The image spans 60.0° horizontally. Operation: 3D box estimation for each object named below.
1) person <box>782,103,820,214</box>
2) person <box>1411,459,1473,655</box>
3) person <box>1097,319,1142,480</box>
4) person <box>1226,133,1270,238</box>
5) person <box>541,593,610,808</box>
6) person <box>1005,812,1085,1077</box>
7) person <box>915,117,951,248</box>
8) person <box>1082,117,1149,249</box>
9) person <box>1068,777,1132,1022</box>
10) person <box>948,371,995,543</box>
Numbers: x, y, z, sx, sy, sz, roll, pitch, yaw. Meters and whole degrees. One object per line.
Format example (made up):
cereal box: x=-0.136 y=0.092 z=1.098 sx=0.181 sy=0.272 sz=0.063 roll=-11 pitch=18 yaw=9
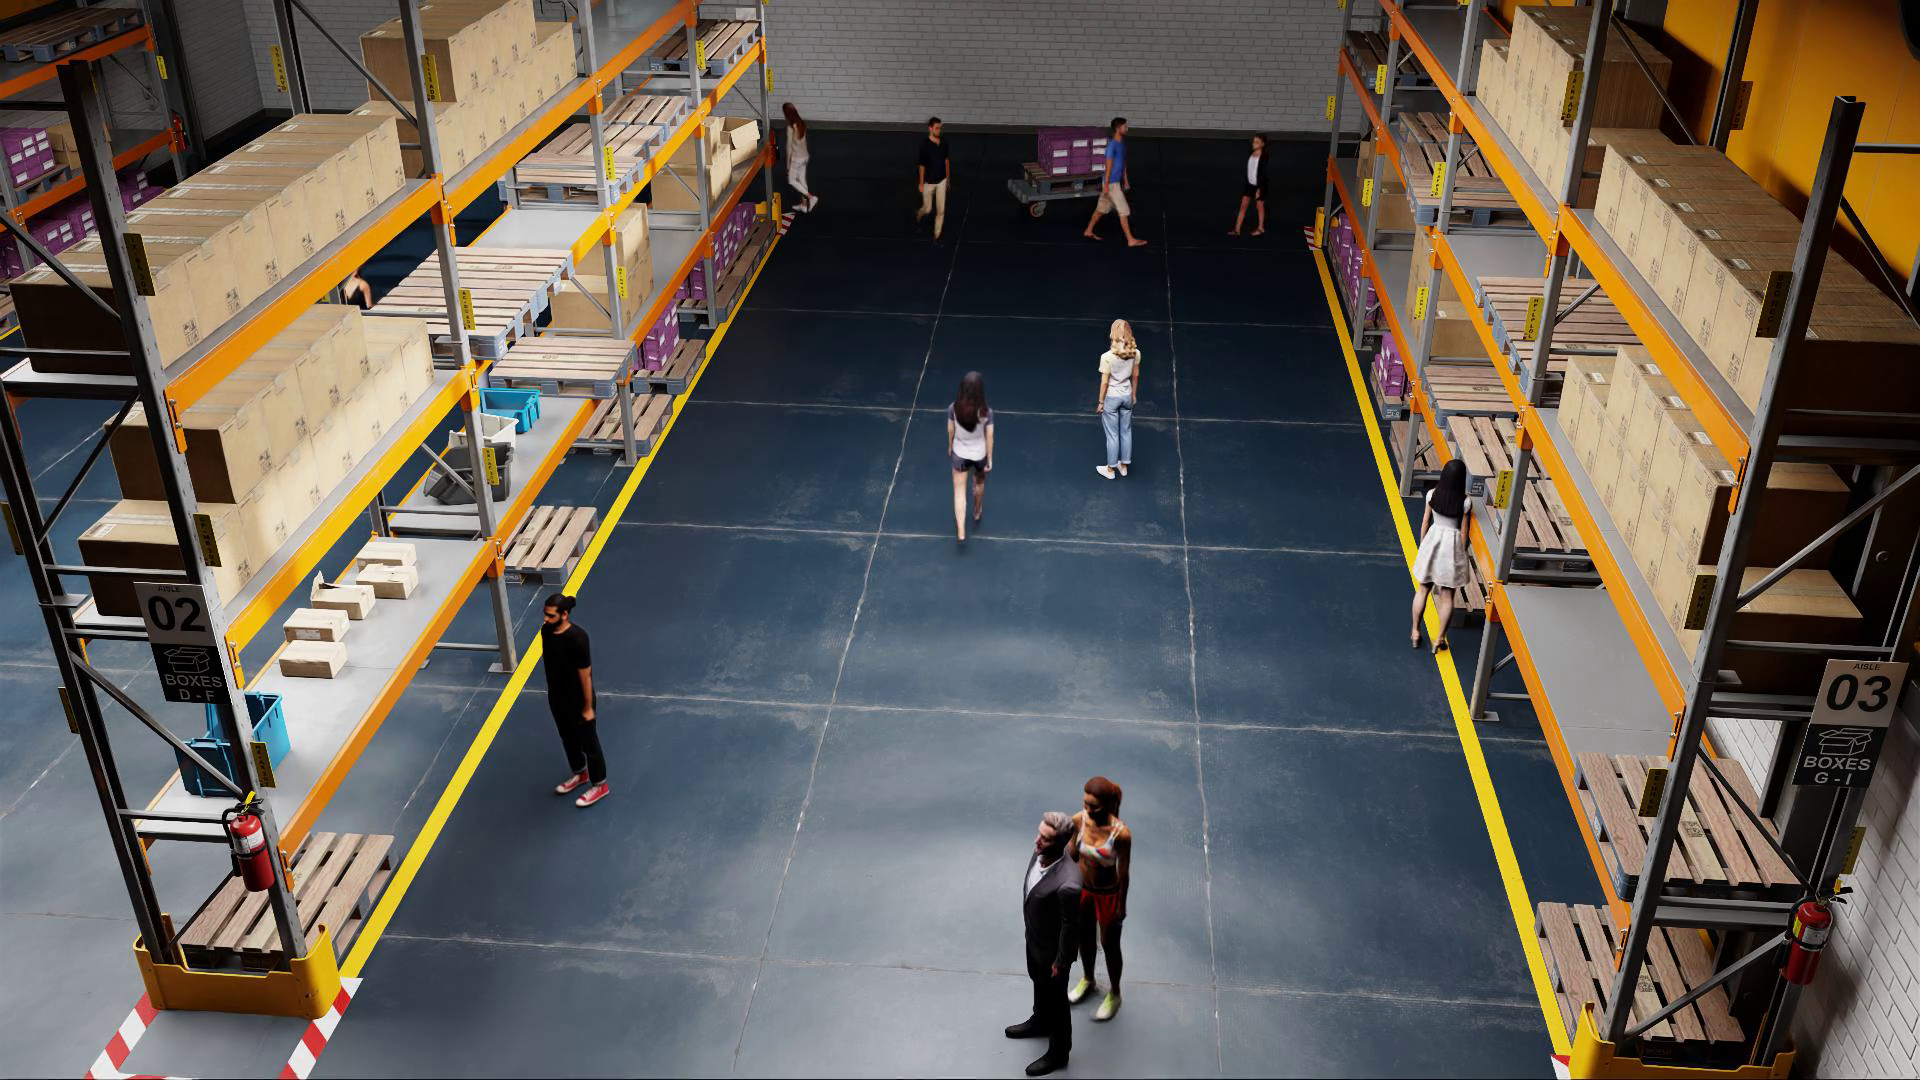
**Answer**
person: x=-2.373 y=-5.680 z=24.878 sx=0.901 sy=1.688 sz=0.846 roll=17 pitch=33 yaw=28
person: x=4.102 y=0.134 z=14.137 sx=0.773 sy=1.768 sz=0.795 roll=18 pitch=33 yaw=30
person: x=1.622 y=-1.445 z=17.079 sx=0.714 sy=1.723 sz=0.732 roll=-15 pitch=32 yaw=-25
person: x=4.333 y=-5.129 z=24.034 sx=0.983 sy=1.530 sz=0.924 roll=-20 pitch=35 yaw=-32
person: x=-2.851 y=1.154 z=12.279 sx=0.704 sy=1.756 sz=0.715 roll=18 pitch=34 yaw=30
person: x=0.530 y=2.370 z=9.958 sx=0.857 sy=1.843 sz=0.704 roll=-10 pitch=30 yaw=-17
person: x=-0.415 y=-5.122 z=23.705 sx=0.978 sy=1.834 sz=1.096 roll=-15 pitch=32 yaw=-25
person: x=2.084 y=-5.065 z=23.623 sx=0.927 sy=1.812 sz=1.237 roll=10 pitch=30 yaw=17
person: x=0.869 y=2.204 z=10.327 sx=0.649 sy=1.783 sz=0.661 roll=17 pitch=33 yaw=28
person: x=0.072 y=-0.771 z=15.898 sx=0.626 sy=1.670 sz=1.091 roll=0 pitch=29 yaw=1
